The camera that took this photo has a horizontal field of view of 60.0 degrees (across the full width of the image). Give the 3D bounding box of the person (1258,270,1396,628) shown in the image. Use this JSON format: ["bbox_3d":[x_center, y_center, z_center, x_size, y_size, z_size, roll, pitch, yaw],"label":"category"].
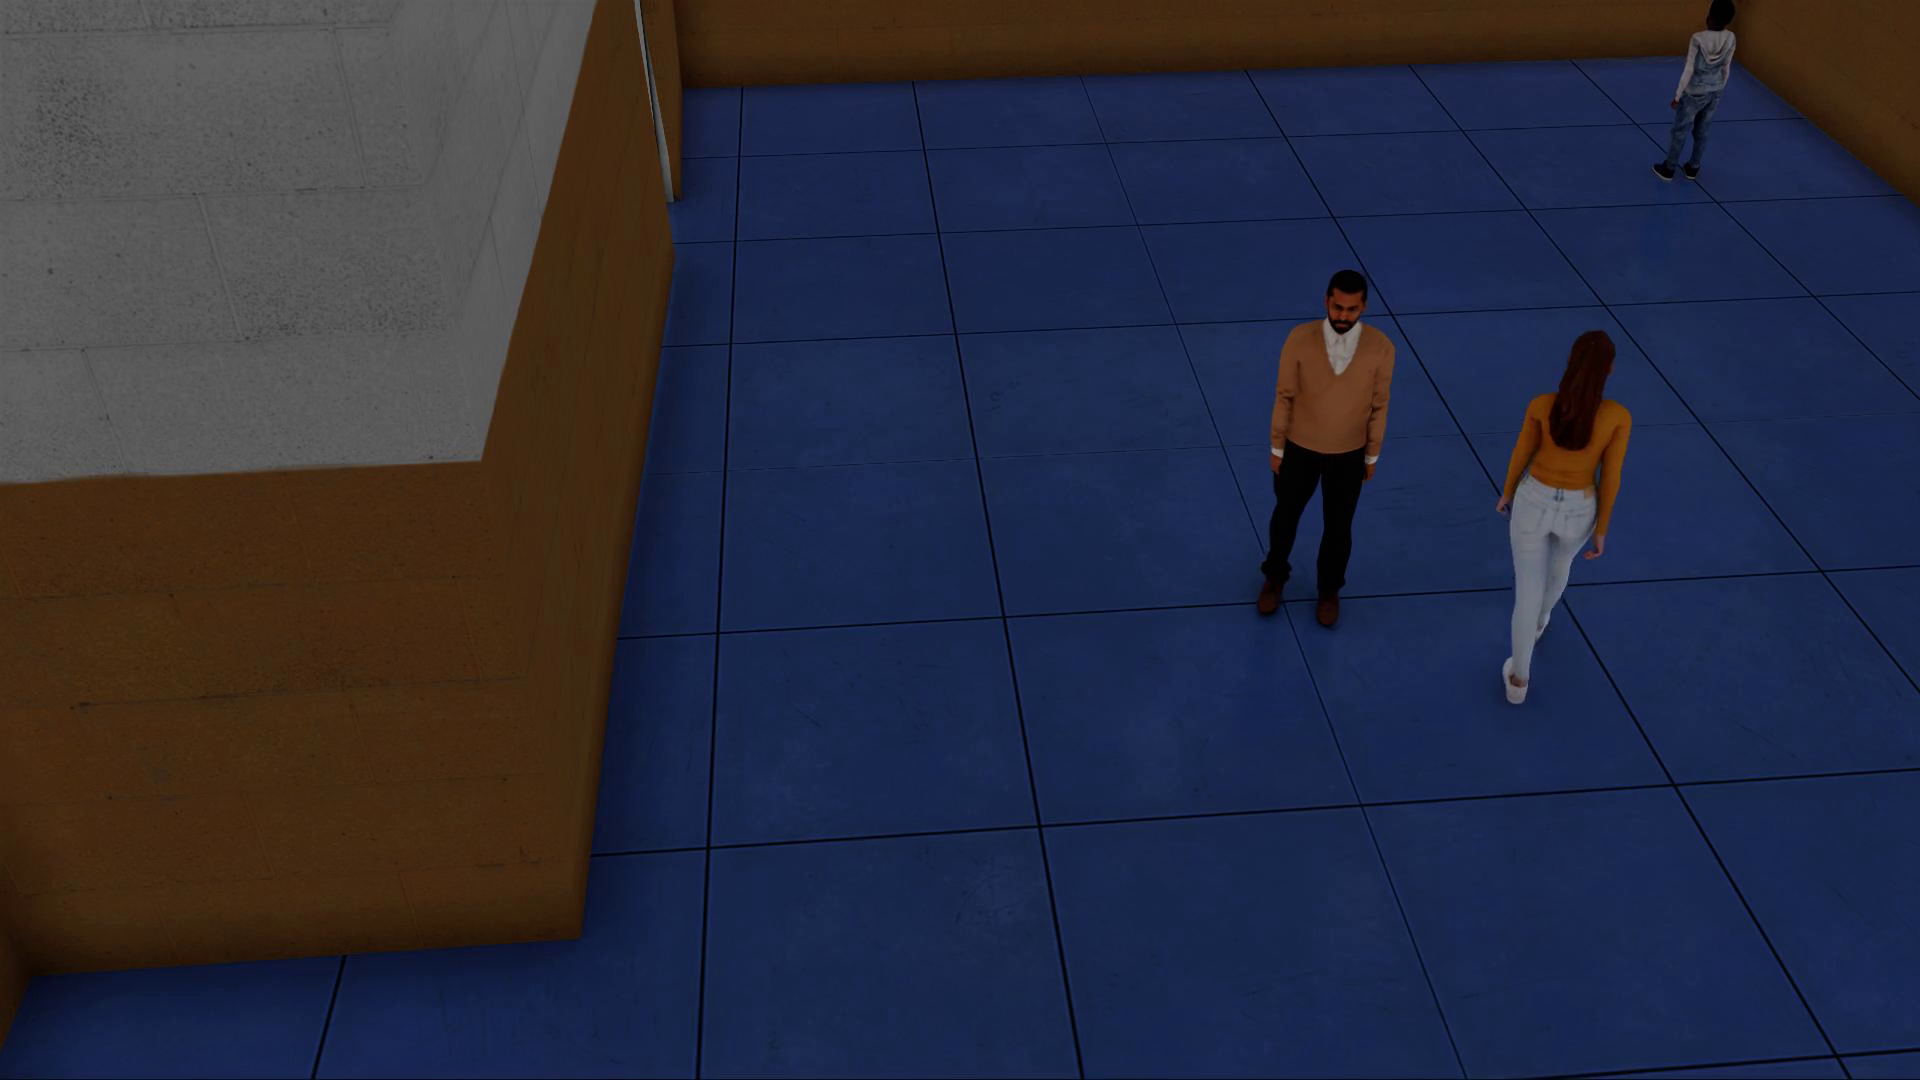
[{"bbox_3d":[1.615,-0.412,7.359,0.625,1.753,0.770,6,37,9],"label":"person"}]

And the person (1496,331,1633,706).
[{"bbox_3d":[2.453,-0.034,6.885,0.932,1.725,0.859,9,38,12],"label":"person"}]

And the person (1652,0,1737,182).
[{"bbox_3d":[5.029,-3.061,11.304,0.433,1.261,0.542,-1,37,-2],"label":"person"}]
